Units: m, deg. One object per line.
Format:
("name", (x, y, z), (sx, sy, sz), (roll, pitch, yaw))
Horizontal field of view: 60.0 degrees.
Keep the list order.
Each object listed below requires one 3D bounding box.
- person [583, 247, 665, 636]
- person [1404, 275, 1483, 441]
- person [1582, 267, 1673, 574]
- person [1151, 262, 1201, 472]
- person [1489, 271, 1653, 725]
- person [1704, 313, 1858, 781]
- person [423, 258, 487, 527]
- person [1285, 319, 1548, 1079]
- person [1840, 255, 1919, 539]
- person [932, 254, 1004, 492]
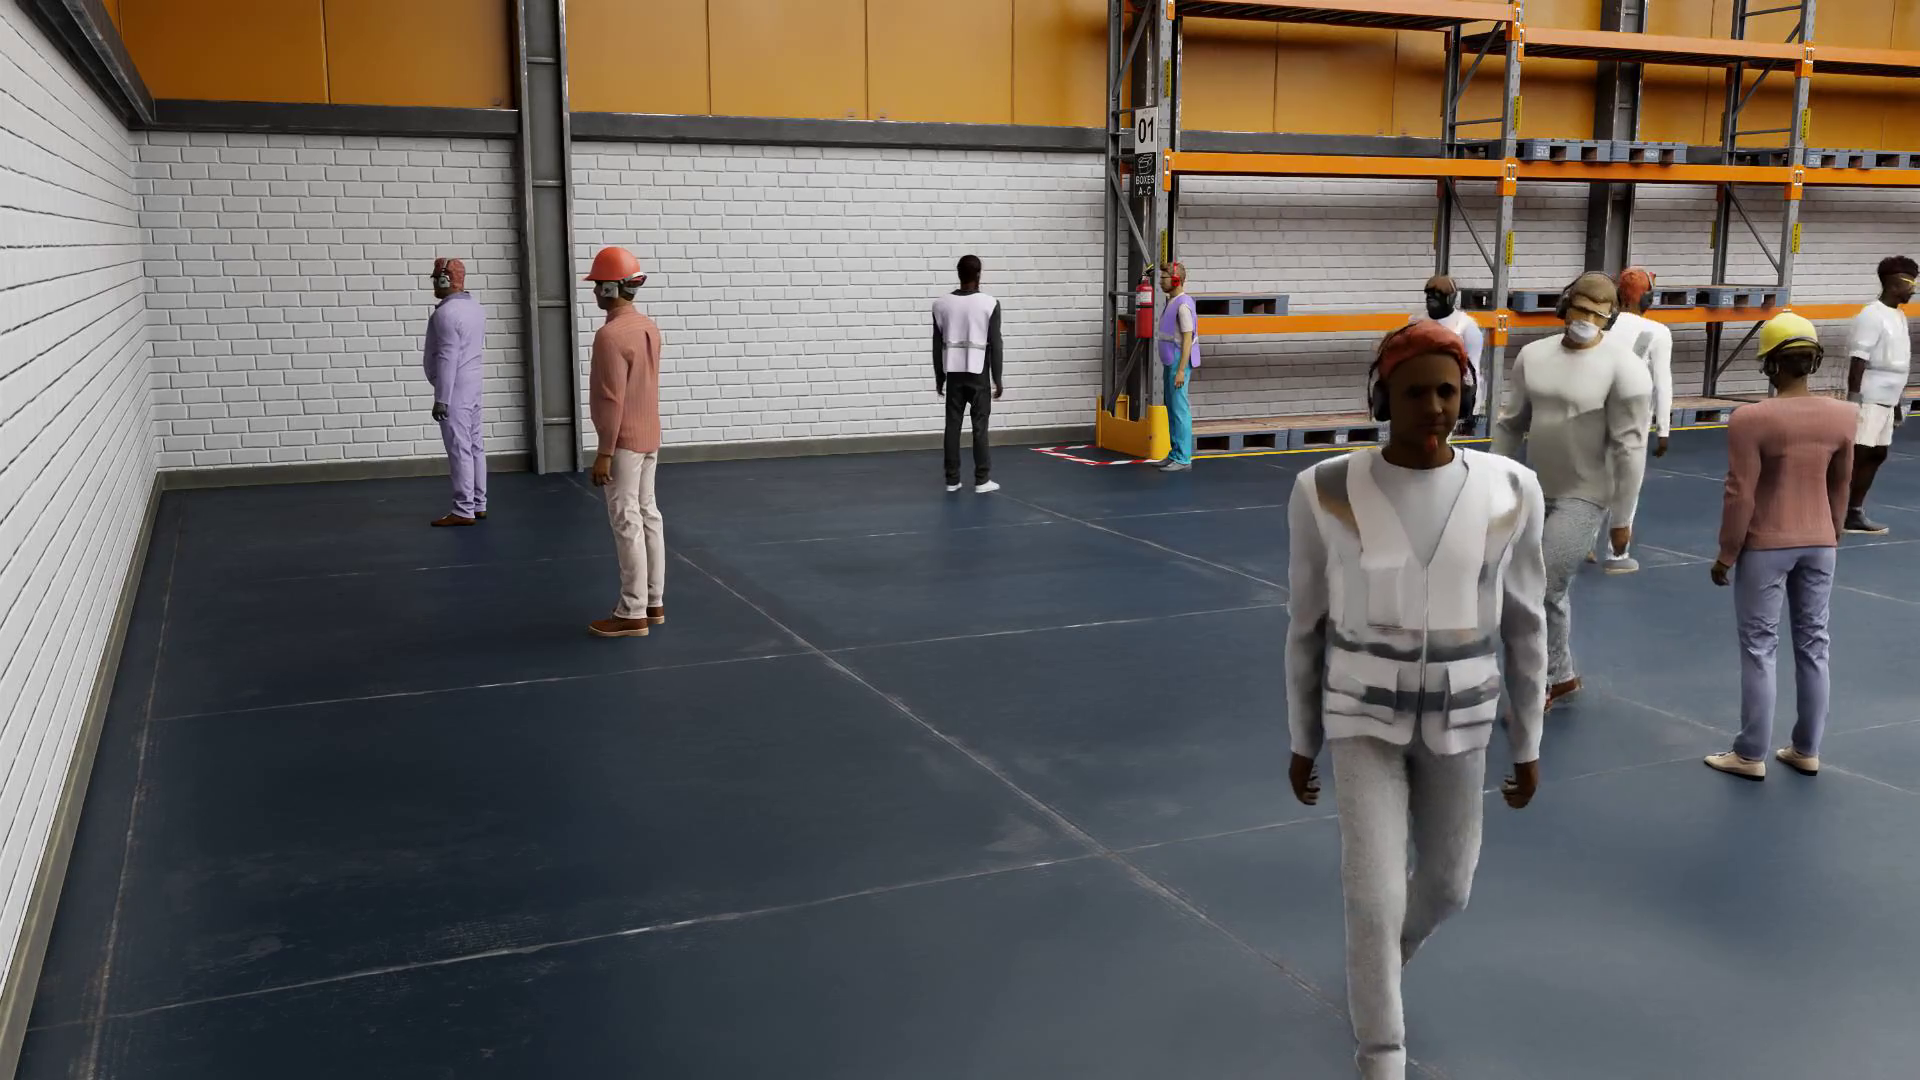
("person", (-1.733, -0.501, 8.577), (0.368, 1.995, 0.608), (2, 10, 11))
("person", (3.424, -0.995, 11.898), (0.951, 1.802, 0.626), (-7, 12, -33))
("person", (4.022, -0.711, 10.099), (0.432, 1.868, 0.606), (-8, 13, -37))
("person", (1.919, -1.520, 14.672), (0.368, 1.843, 0.572), (-1, 10, -5))
("person", (2.484, -0.158, 6.914), (0.471, 1.899, 0.673), (-5, 11, -28))
("person", (3.080, 0.033, 6.269), (0.524, 1.759, 0.337), (-2, 10, -10))
("person", (-3.616, -1.052, 11.893), (0.410, 1.909, 0.642), (1, 10, 3))
("person", (1.040, 0.414, 3.879), (0.584, 1.859, 0.815), (1, 10, 4))
("person", (6.233, -0.961, 11.366), (0.773, 1.936, 0.368), (-8, 13, -39))
("person", (0.068, -1.338, 13.459), (0.596, 1.916, 0.352), (4, 11, 19))
